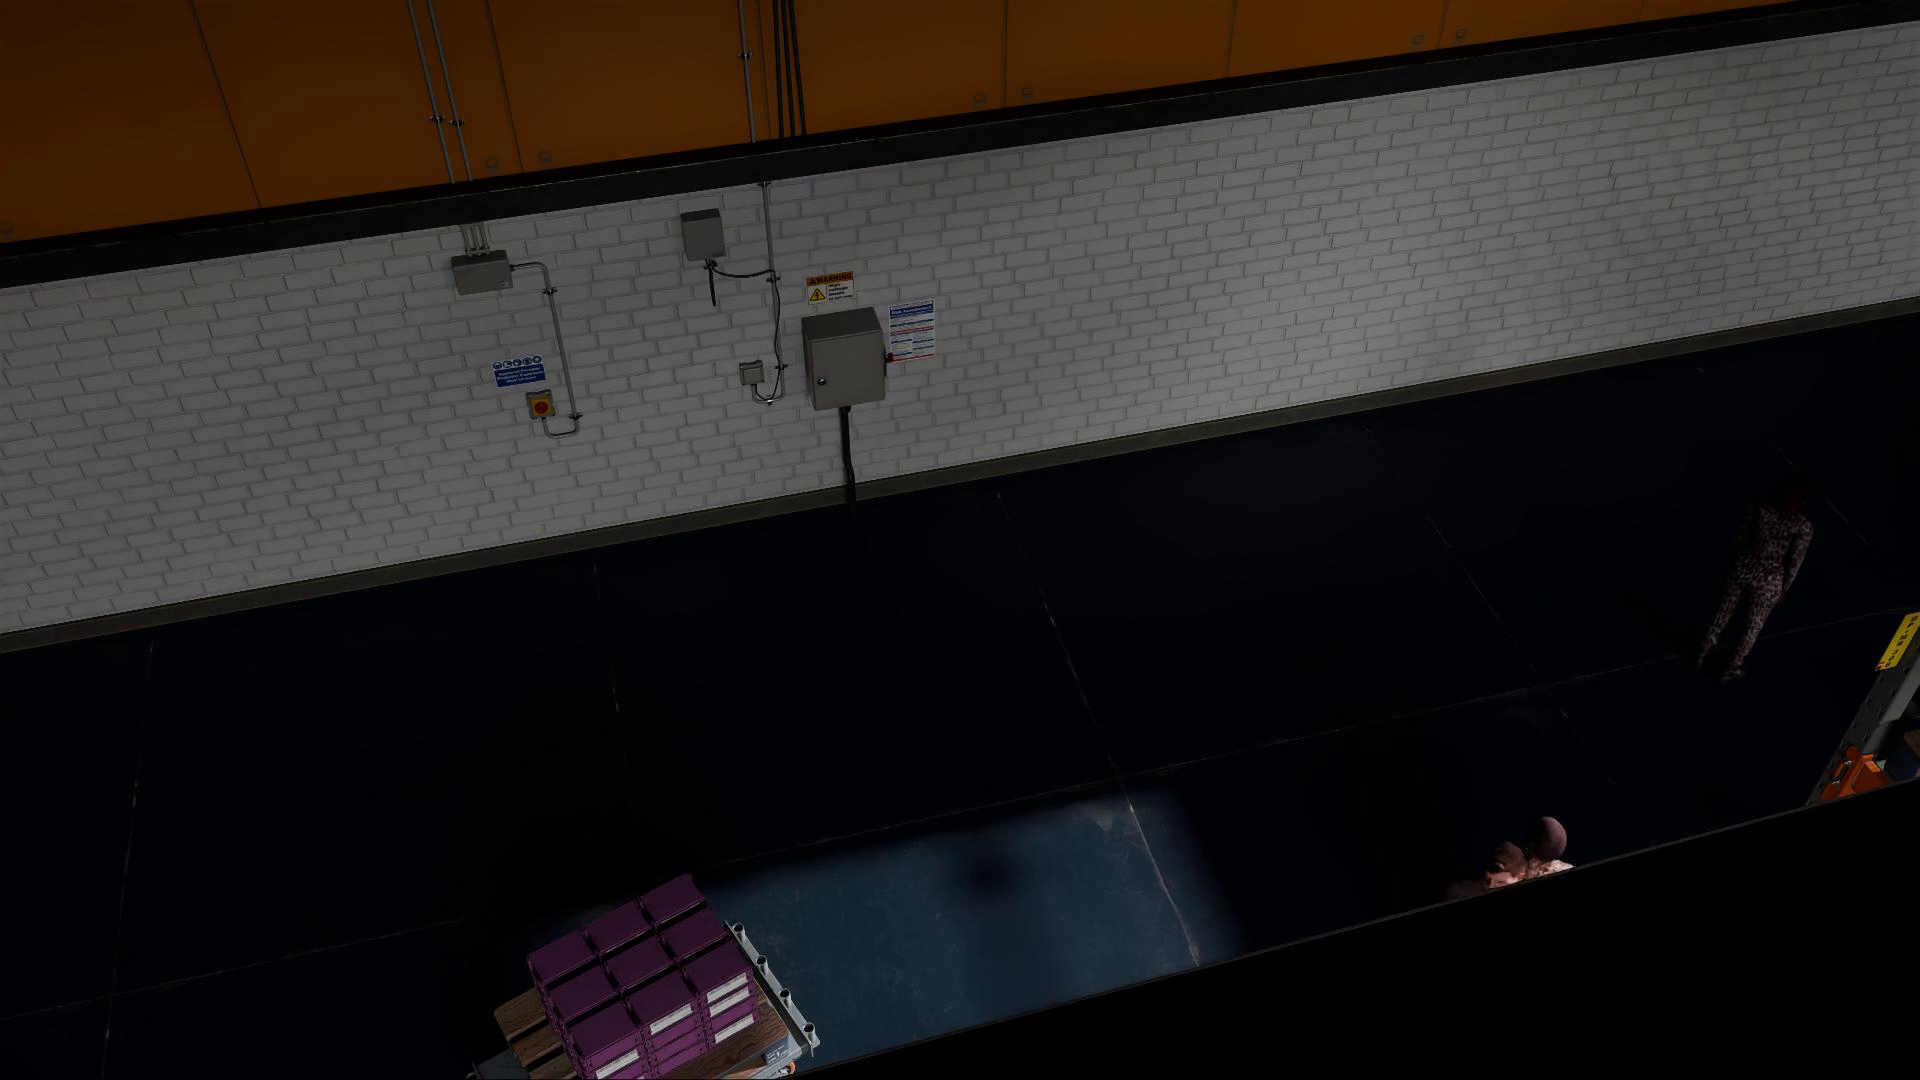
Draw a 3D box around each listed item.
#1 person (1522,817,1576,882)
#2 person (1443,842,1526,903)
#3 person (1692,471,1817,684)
[{"bbox_3d":[2.824,2.109,8.572,0.797,1.794,0.742,2,44,2],"label":"person"},{"bbox_3d":[2.680,2.082,8.572,0.872,1.833,0.944,11,45,11],"label":"person"},{"bbox_3d":[5.075,0.224,10.609,0.717,1.713,0.613,-29,51,-27],"label":"person"}]
